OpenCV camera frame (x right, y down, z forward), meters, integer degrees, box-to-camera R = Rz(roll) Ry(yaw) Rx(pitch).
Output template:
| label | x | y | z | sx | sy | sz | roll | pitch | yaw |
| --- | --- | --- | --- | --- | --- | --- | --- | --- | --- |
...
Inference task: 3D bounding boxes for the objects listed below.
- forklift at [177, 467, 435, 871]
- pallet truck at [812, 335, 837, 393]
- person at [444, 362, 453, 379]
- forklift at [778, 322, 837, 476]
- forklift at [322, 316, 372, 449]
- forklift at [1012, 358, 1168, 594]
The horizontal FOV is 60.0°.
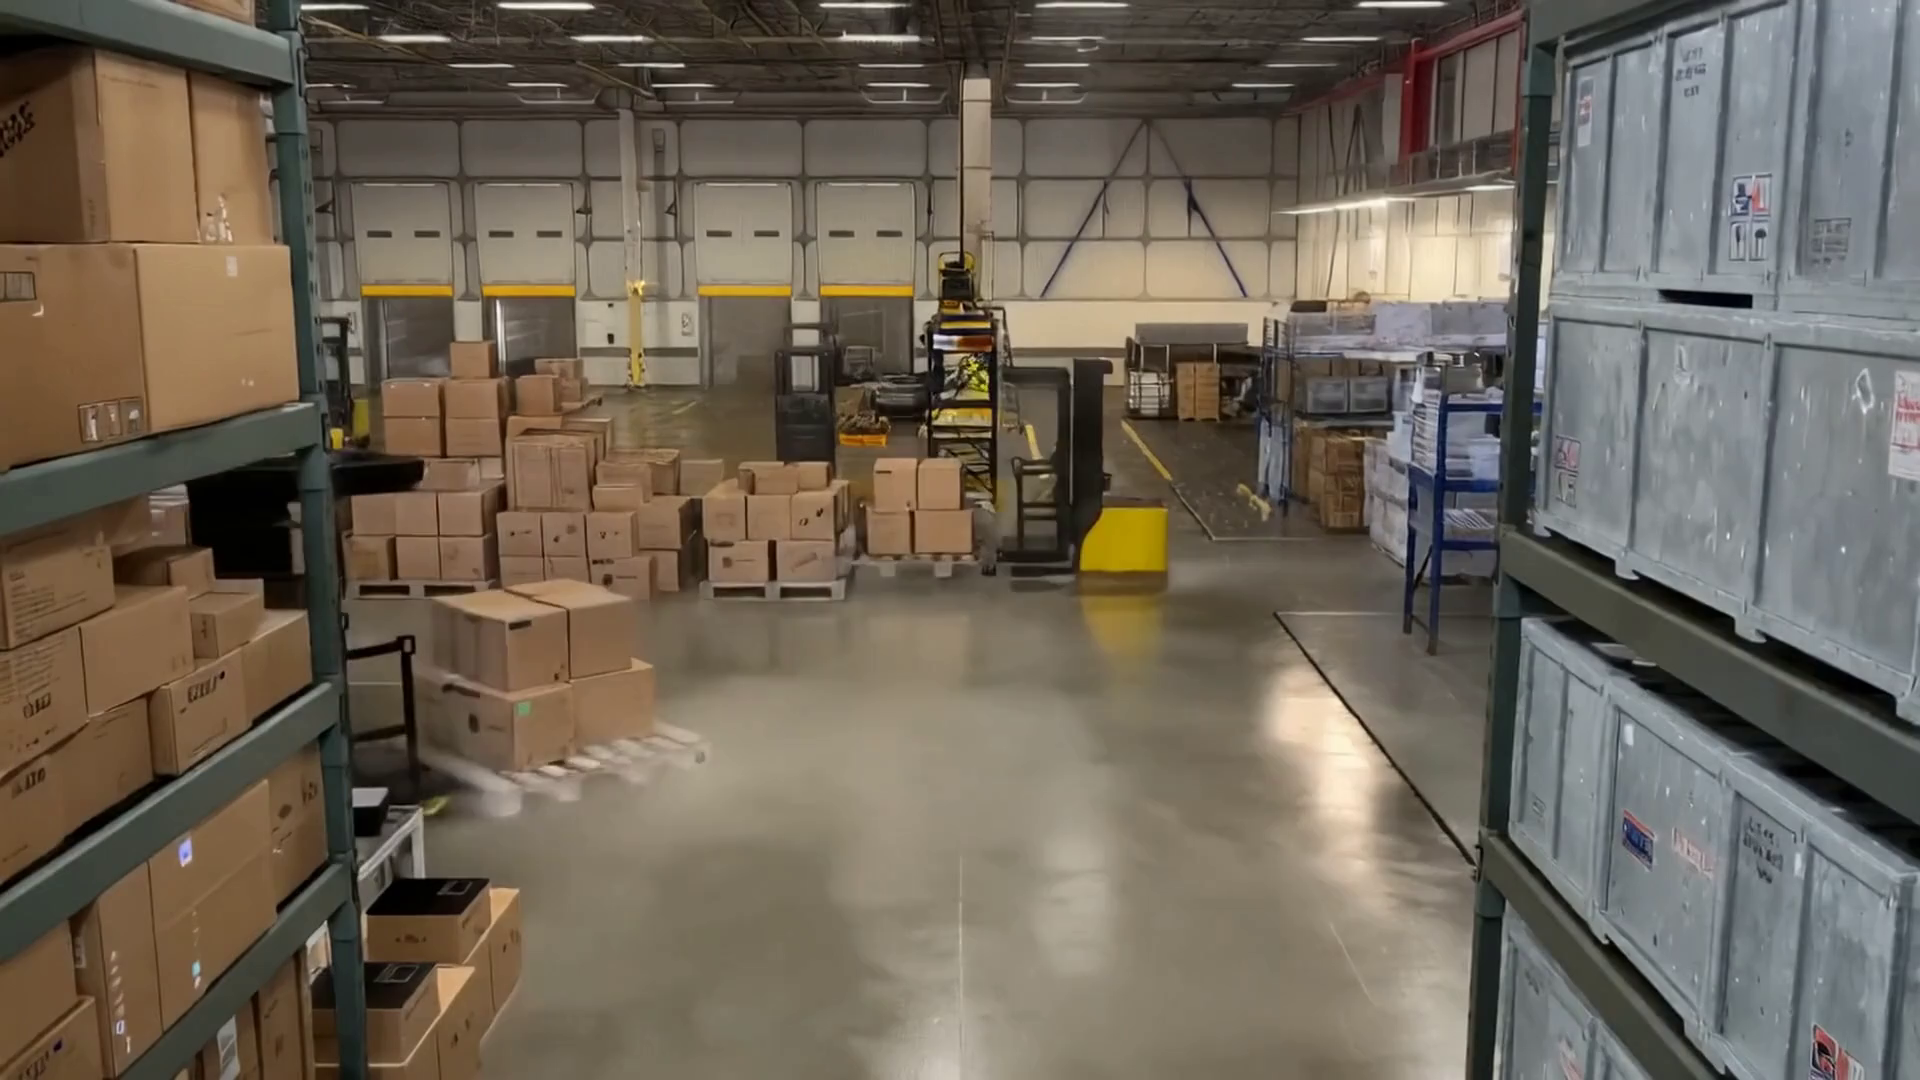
| label | x | y | z | sx | sy | sz | roll | pitch | yaw |
| --- | --- | --- | --- | --- | --- | --- | --- | --- | --- |
| forklift | -4.555 | 0.883 | 10.606 | 1.873 | 2.768 | 1.129 | -9 | 14 | -44 |
| pallet truck | -3.021 | -4.312 | 43.126 | 1.885 | 1.965 | 0.823 | 3 | 10 | 17 |
| person | -11.557 | -3.230 | 37.912 | 0.305 | 1.639 | 0.522 | 4 | 11 | 22 |
| forklift | -2.909 | -2.674 | 31.130 | 1.129 | 2.768 | 1.873 | -1 | 10 | -5 |
| forklift | -12.990 | -3.195 | 34.137 | 1.129 | 2.768 | 1.873 | 0 | 10 | 1 |
| forklift | 1.586 | -0.805 | 20.347 | 1.873 | 2.768 | 1.129 | 0 | 10 | 1 |
